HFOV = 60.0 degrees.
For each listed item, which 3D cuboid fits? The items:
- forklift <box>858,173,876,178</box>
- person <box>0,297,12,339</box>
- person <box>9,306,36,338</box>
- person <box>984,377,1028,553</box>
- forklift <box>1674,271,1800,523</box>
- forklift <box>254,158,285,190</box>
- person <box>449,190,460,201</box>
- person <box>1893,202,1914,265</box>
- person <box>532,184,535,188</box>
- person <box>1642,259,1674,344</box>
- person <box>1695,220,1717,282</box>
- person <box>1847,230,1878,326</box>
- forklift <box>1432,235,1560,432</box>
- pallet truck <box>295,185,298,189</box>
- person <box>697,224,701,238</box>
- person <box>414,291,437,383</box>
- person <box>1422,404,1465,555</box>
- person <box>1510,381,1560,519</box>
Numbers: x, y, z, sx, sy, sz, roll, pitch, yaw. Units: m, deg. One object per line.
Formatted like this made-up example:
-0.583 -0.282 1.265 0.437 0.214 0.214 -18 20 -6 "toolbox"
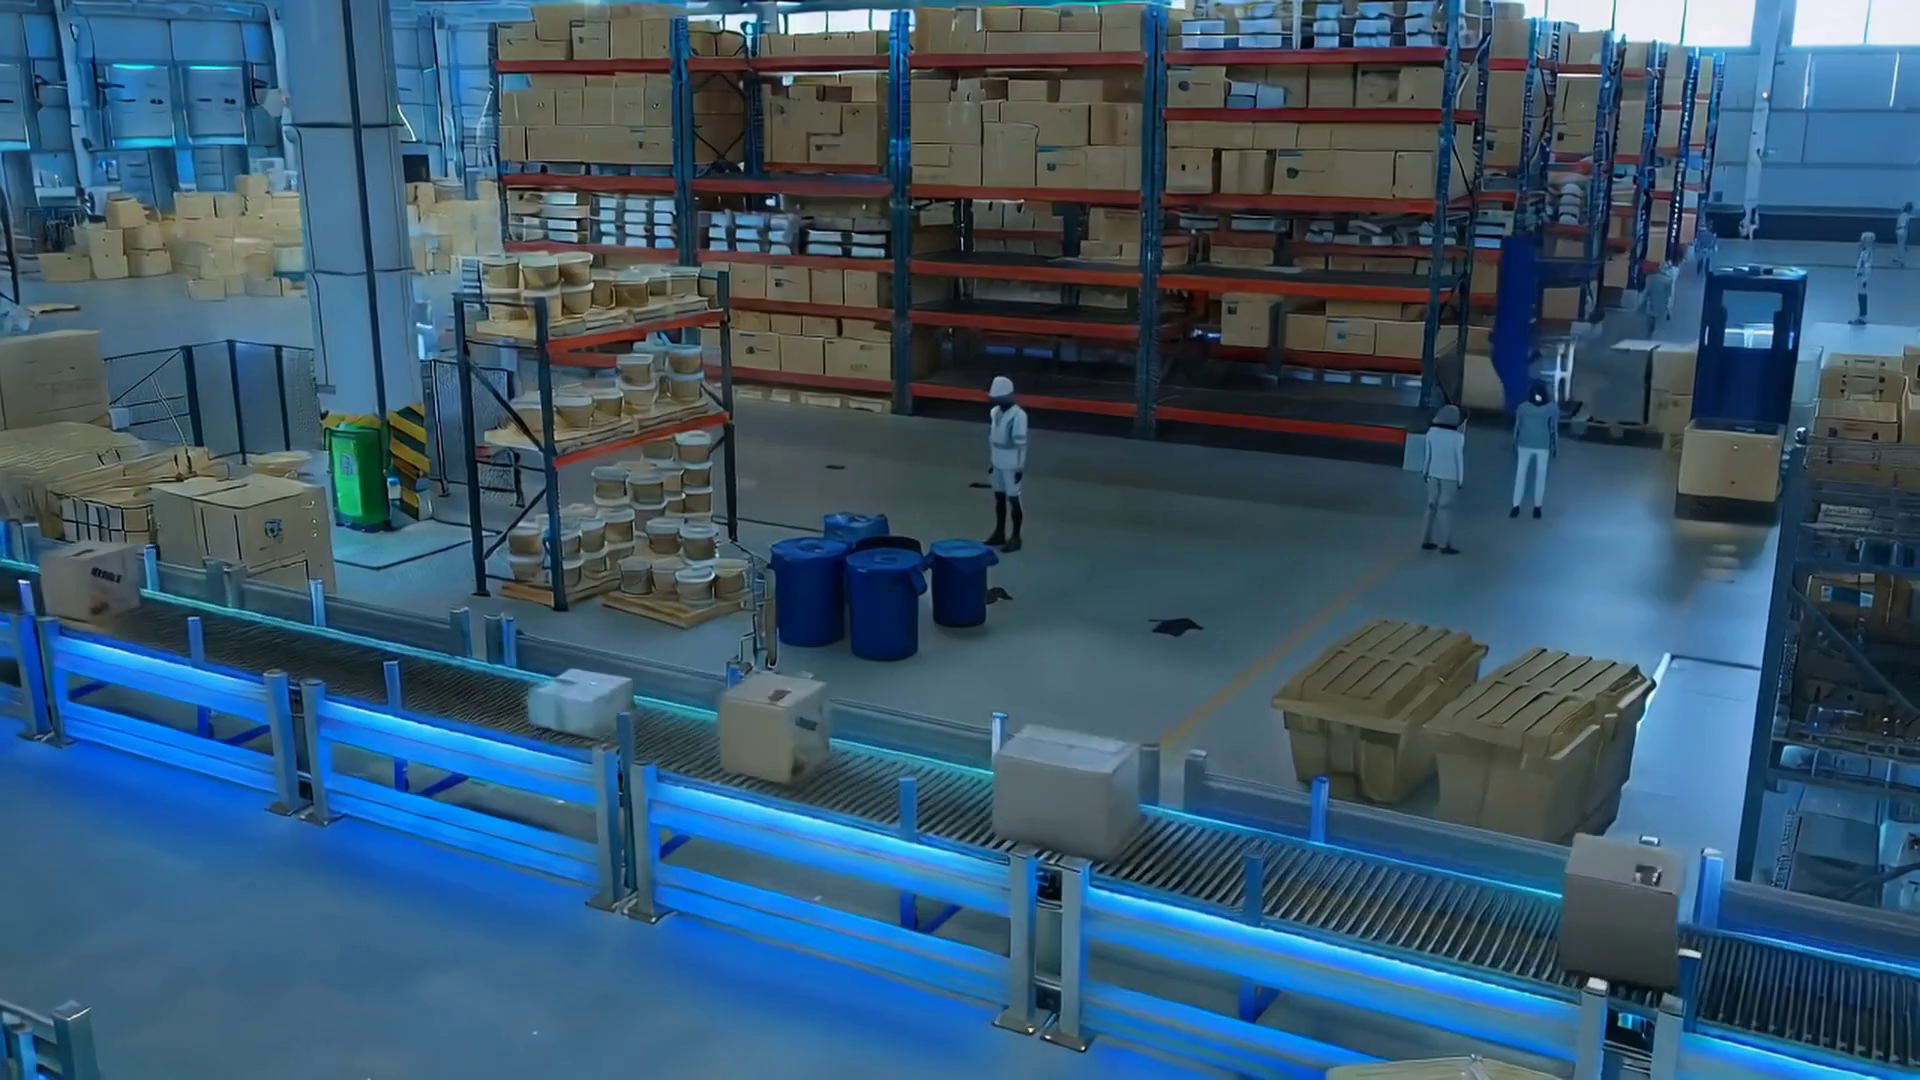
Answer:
-3.506 -13.649 64.411 1.129 2.768 1.873 8 17 28 "forklift"
-15.513 -3.103 26.899 0.524 1.769 0.308 3 15 10 "person"
-13.390 -2.399 23.923 0.551 1.935 0.371 13 19 39 "person"
0.478 -0.816 17.994 0.385 1.927 0.545 -12 19 -37 "person"
9.269 -1.763 19.726 1.129 2.768 1.873 8 17 27 "forklift"
-23.549 -11.670 56.970 1.873 2.768 1.129 8 17 27 "forklift"
-16.162 -10.238 53.394 0.631 1.939 0.372 -11 18 -35 "person"
27.909 -9.084 49.248 0.388 1.837 0.564 5 16 17 "person"
-16.997 -13.478 66.049 0.530 1.689 0.322 2 15 9 "person"
13.094 -4.300 31.151 0.400 1.902 0.641 -7 16 -23 "person"
20.043 -7.781 44.711 0.540 1.652 0.857 8 17 26 "person"
19.546 -5.659 35.978 0.372 2.044 0.607 5 16 19 "person"
8.192 -3.126 24.852 1.873 2.768 1.129 8 17 28 "forklift"
-26.804 -14.617 69.738 1.885 1.965 0.823 -14 20 -42 "pallet truck"
-6.805 -7.871 44.387 0.612 1.995 0.376 -14 20 -42 "person"
-9.316 -3.491 28.661 0.607 1.613 0.347 -6 16 -22 "person"
5.225 -0.660 17.970 0.264 1.632 0.507 -10 18 -34 "person"
6.725 -1.057 19.464 0.501 1.631 0.287 5 16 19 "person"
